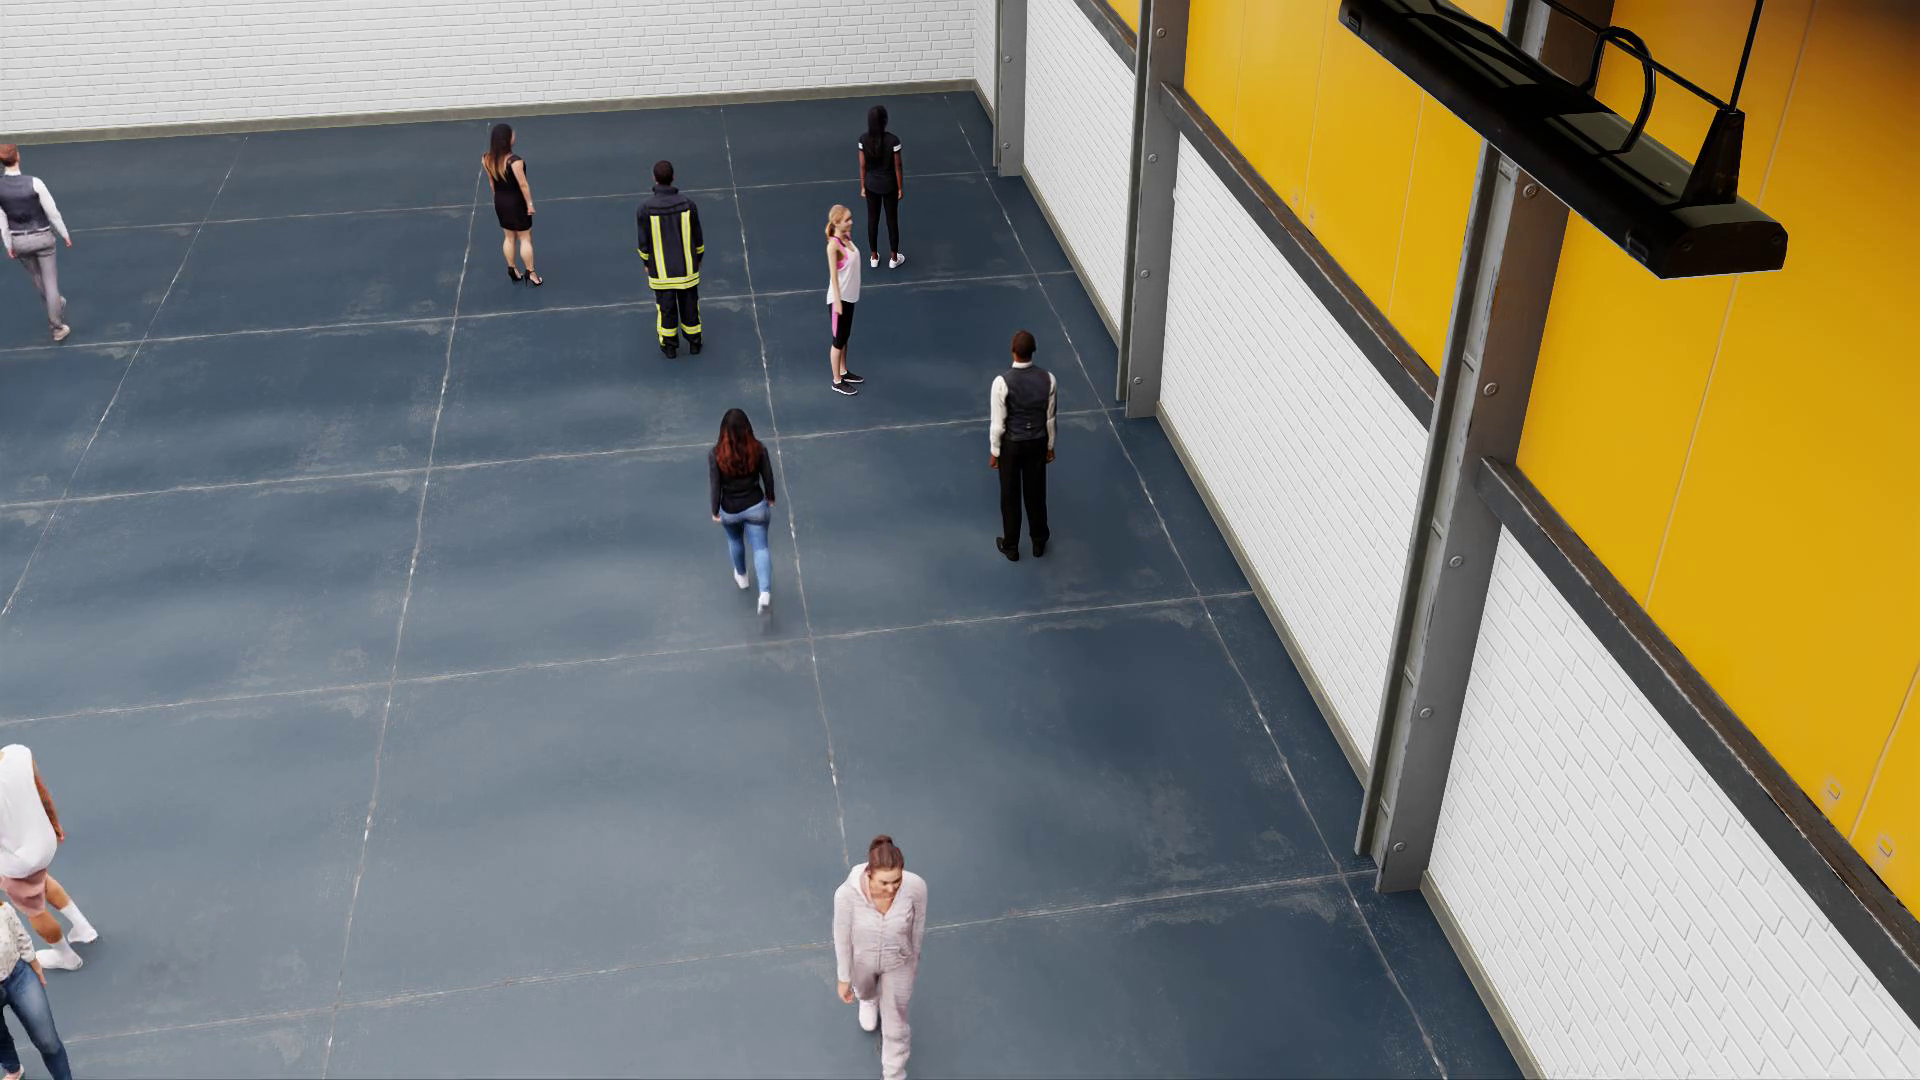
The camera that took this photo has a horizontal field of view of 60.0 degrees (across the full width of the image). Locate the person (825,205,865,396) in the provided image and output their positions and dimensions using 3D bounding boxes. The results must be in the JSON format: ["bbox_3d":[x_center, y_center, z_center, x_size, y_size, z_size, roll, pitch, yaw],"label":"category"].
[{"bbox_3d":[-1.079,-2.201,15.127,0.740,1.787,0.606,9,35,13],"label":"person"}]

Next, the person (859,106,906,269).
[{"bbox_3d":[-0.823,-3.704,17.427,0.691,1.743,0.692,7,34,10],"label":"person"}]

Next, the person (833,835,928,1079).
[{"bbox_3d":[-0.435,2.130,8.736,0.715,1.648,1.112,-2,34,-2],"label":"person"}]

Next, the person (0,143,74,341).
[{"bbox_3d":[-8.907,-2.837,15.962,0.669,1.922,0.982,-6,34,-9],"label":"person"}]

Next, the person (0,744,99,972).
[{"bbox_3d":[-5.146,1.727,9.231,0.822,1.772,0.736,6,34,10],"label":"person"}]

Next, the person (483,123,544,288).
[{"bbox_3d":[-4.581,-3.425,17.031,0.753,1.718,0.788,16,37,22],"label":"person"}]

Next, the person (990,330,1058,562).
[{"bbox_3d":[0.479,-0.719,12.781,0.712,1.917,0.593,-8,35,-13],"label":"person"}]

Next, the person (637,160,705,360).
[{"bbox_3d":[-2.706,-2.639,15.659,0.815,1.928,0.705,-10,35,-15],"label":"person"}]

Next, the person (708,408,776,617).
[{"bbox_3d":[-1.581,-0.186,12.260,0.710,1.604,1.069,-8,34,-12],"label":"person"}]

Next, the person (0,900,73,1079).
[{"bbox_3d":[-4.924,2.284,8.456,0.864,1.703,0.970,-25,41,-32],"label":"person"}]
